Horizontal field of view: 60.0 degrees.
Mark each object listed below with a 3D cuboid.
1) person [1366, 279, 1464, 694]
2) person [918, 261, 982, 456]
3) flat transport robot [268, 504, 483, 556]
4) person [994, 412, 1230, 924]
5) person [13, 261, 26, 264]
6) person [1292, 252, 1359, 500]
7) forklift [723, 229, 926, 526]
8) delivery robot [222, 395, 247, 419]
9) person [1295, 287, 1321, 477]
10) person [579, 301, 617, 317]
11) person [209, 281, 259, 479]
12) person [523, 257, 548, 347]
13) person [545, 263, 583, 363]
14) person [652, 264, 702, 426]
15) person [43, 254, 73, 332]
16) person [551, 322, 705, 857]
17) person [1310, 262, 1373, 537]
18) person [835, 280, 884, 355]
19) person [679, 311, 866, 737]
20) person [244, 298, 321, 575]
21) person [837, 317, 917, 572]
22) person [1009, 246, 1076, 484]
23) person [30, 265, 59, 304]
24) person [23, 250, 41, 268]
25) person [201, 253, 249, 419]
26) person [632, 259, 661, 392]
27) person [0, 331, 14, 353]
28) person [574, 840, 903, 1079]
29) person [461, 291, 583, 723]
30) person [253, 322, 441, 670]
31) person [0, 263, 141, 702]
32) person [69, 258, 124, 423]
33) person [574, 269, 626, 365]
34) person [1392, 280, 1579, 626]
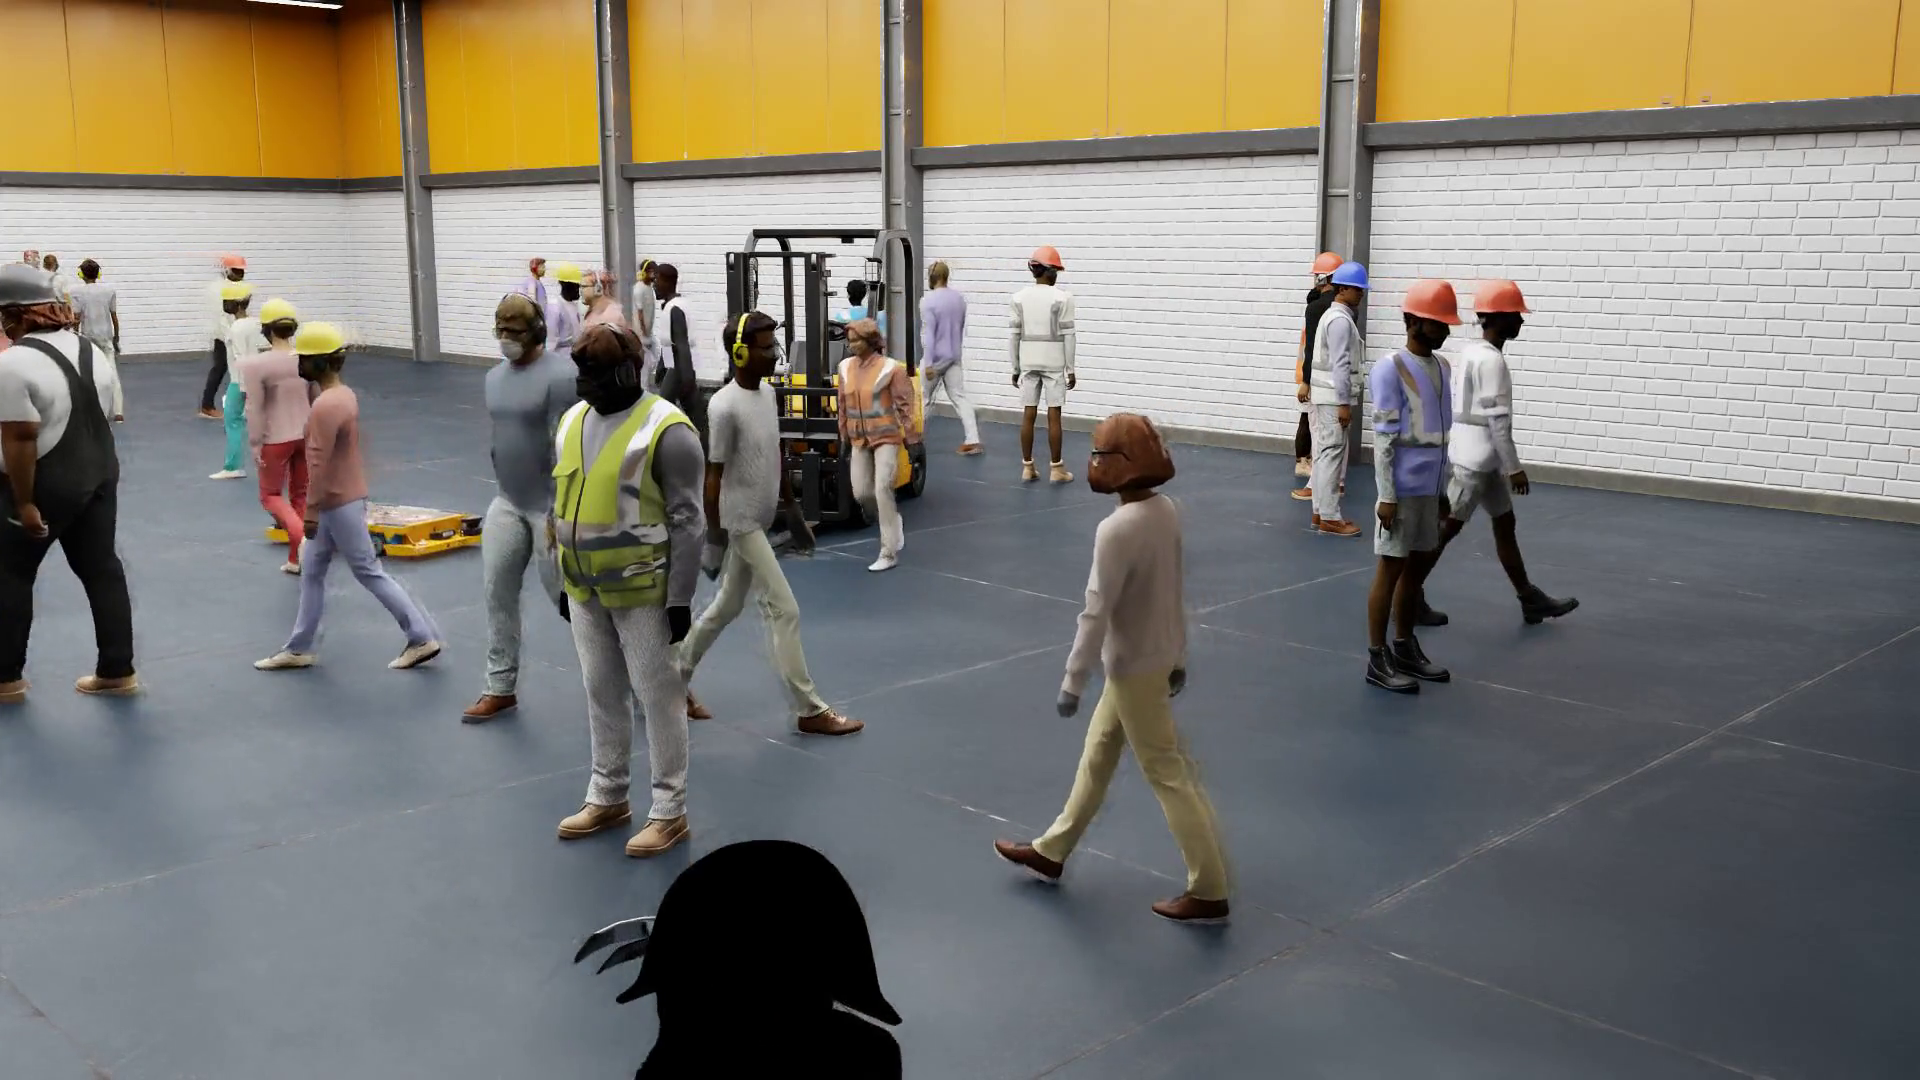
[{"bbox_3d":[2.149,-0.255,7.833,0.543,1.933,0.364,-10,14,-43],"label":"person"},{"bbox_3d":[-0.168,-1.760,16.183,1.035,1.887,0.651,10,14,43],"label":"person"},{"bbox_3d":[-4.016,-0.090,11.464,1.431,0.197,0.652,6,12,28],"label":"flat transport robot"},{"bbox_3d":[0.495,0.394,5.209,0.845,1.579,0.520,5,11,25],"label":"person"},{"bbox_3d":[-10.418,-2.180,18.574,0.624,1.845,0.430,-3,11,-14],"label":"person"},{"bbox_3d":[2.954,-1.312,13.425,0.612,1.995,0.377,-10,14,-42],"label":"person"},{"bbox_3d":[-1.050,-1.319,12.920,1.214,2.155,2.313,2,11,13],"label":"forklift"},{"bbox_3d":[-7.548,-1.459,17.900,0.707,0.478,0.477,-4,11,-19],"label":"delivery robot"},{"bbox_3d":[3.141,-1.406,14.772,0.320,1.694,0.531,4,11,20],"label":"person"},{"bbox_3d":[-4.435,-2.416,20.501,0.526,1.597,0.648,-2,11,-13],"label":"person"},{"bbox_3d":[-6.210,-1.401,14.612,0.784,1.743,0.523,0,10,-2],"label":"person"},{"bbox_3d":[-5.961,-3.051,23.365,0.688,1.828,0.589,-1,10,-6],"label":"person"},{"bbox_3d":[-3.659,-1.685,15.804,1.005,1.867,0.607,0,10,-1],"label":"person"},{"bbox_3d":[-2.623,-1.512,14.852,0.985,1.871,0.600,-2,11,-11],"label":"person"},{"bbox_3d":[-13.770,-3.416,25.324,0.504,1.840,0.345,-1,10,-3],"label":"person"},{"bbox_3d":[-1.172,0.172,5.755,0.634,1.839,0.429,7,13,34],"label":"person"},{"bbox_3d":[2.705,-1.002,11.878,0.402,1.941,0.602,1,10,6],"label":"person"},{"bbox_3d":[-1.078,-1.815,16.999,0.553,1.675,0.545,-7,12,-33],"label":"person"},{"bbox_3d":[-0.922,-0.071,7.146,0.996,1.830,0.512,2,11,12],"label":"person"},{"bbox_3d":[-4.132,-0.615,10.296,0.554,1.752,0.530,8,13,39],"label":"person"},{"bbox_3d":[-0.494,-0.634,10.741,0.565,1.614,0.571,7,12,33],"label":"person"},{"bbox_3d":[0.723,-1.498,14.320,0.605,2.038,0.394,5,12,26],"label":"person"},{"bbox_3d":[-8.297,-1.549,15.063,0.511,1.868,0.580,3,11,14],"label":"person"},{"bbox_3d":[-14.558,-3.607,26.190,0.642,1.905,0.399,9,14,40],"label":"person"},{"bbox_3d":[-8.418,-2.356,19.306,1.064,1.932,0.644,3,11,14],"label":"person"},{"bbox_3d":[-3.943,-2.609,20.934,0.417,1.824,0.577,1,10,8],"label":"person"},{"bbox_3d":[-7.762,-1.301,13.426,0.751,1.965,0.646,5,11,25],"label":"person"},{"bbox_3d":[-0.130,1.036,1.071,0.404,1.827,0.600,9,13,39],"label":"person"},{"bbox_3d":[-1.838,-0.166,7.459,0.619,1.906,0.875,7,12,32],"label":"person"},{"bbox_3d":[-3.001,-0.200,8.100,0.890,1.724,0.534,-2,11,-11],"label":"person"},{"bbox_3d":[-4.246,-0.274,7.636,0.875,2.000,0.698,3,11,14],"label":"person"},{"bbox_3d":[-9.789,-2.243,18.840,0.521,1.873,0.336,-10,14,-43],"label":"person"},{"bbox_3d":[-2.935,-1.287,13.677,1.016,1.862,0.659,-7,12,-33],"label":"person"},{"bbox_3d":[2.855,-0.445,8.997,1.010,1.892,0.544,2,11,13],"label":"person"}]
